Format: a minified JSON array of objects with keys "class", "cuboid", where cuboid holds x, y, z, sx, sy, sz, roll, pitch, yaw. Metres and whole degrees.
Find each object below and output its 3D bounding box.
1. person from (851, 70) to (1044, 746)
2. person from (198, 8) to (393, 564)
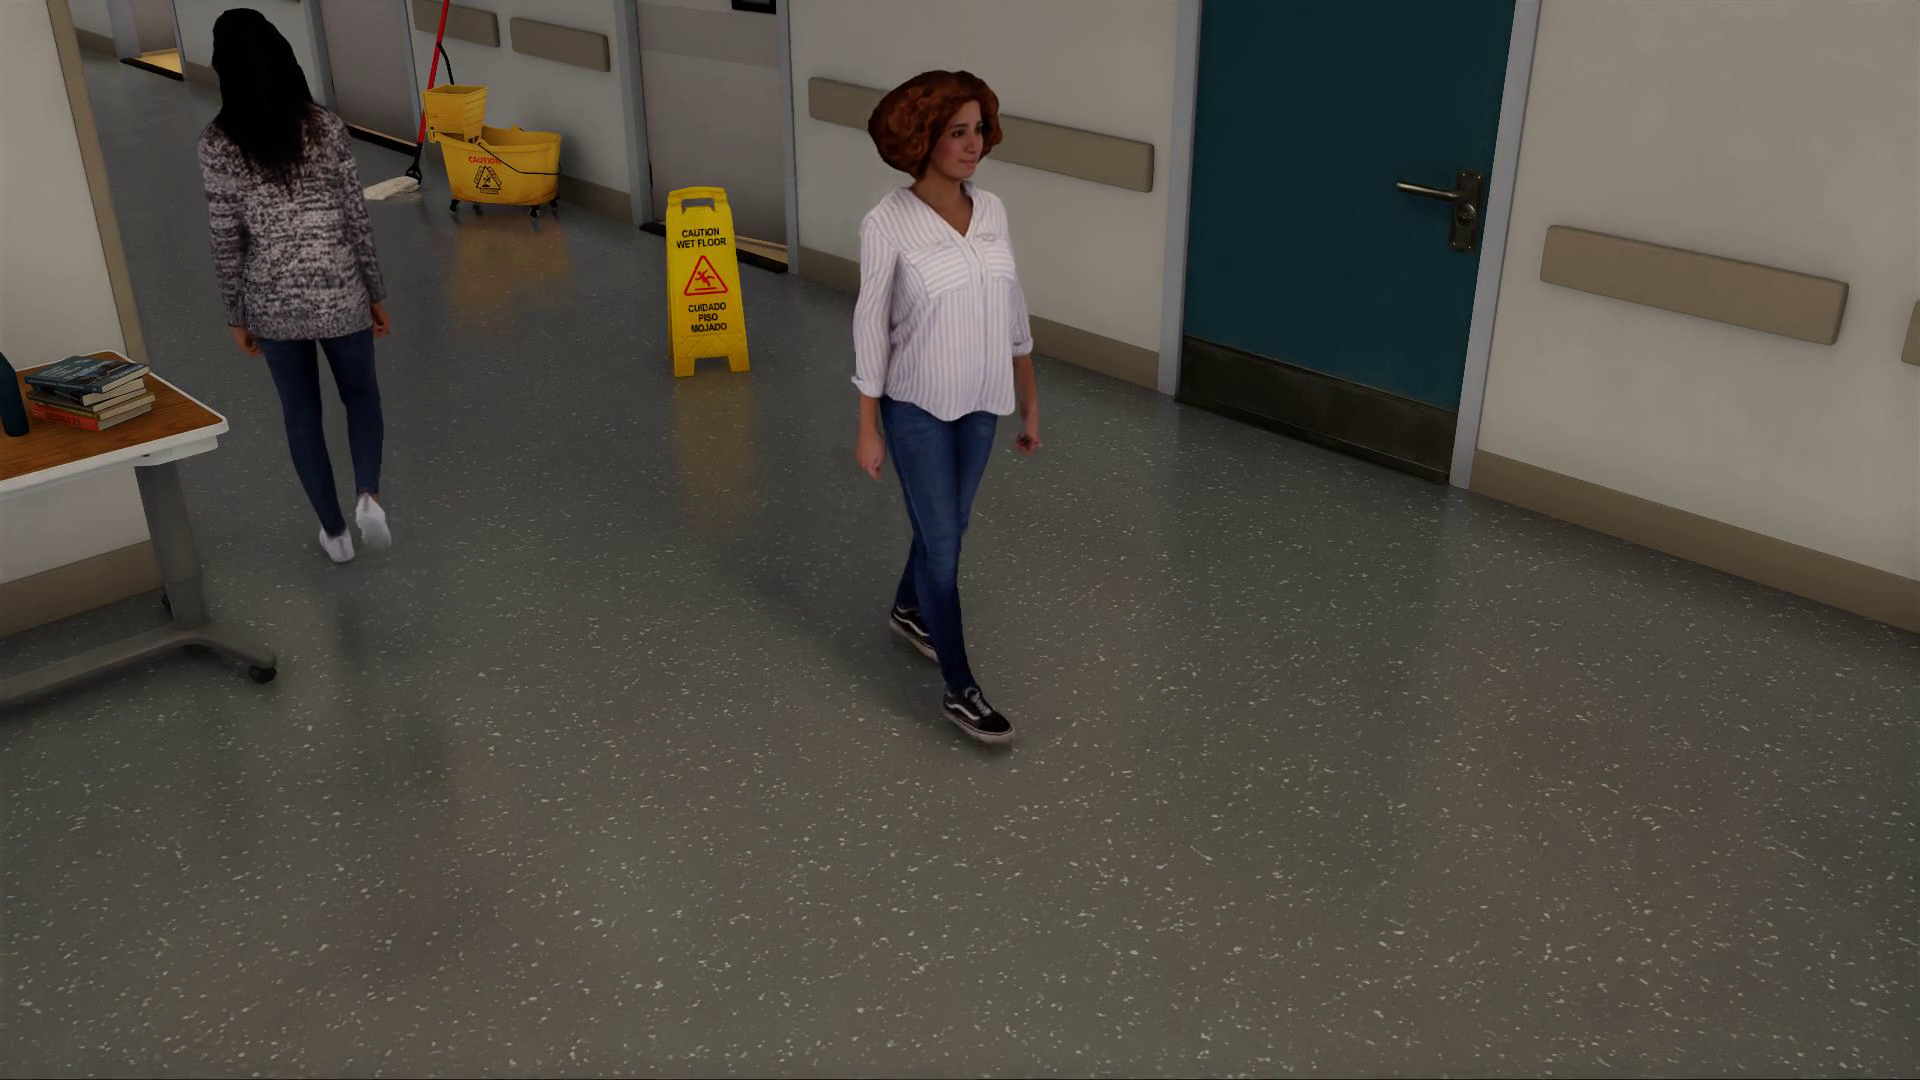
[{"class":"person","cuboid":[-0.087,-0.389,4.420,0.736,1.687,0.996,-18,31,-33]},{"class":"person","cuboid":[-1.956,-0.683,4.992,0.774,1.720,0.879,-11,28,-21]}]
